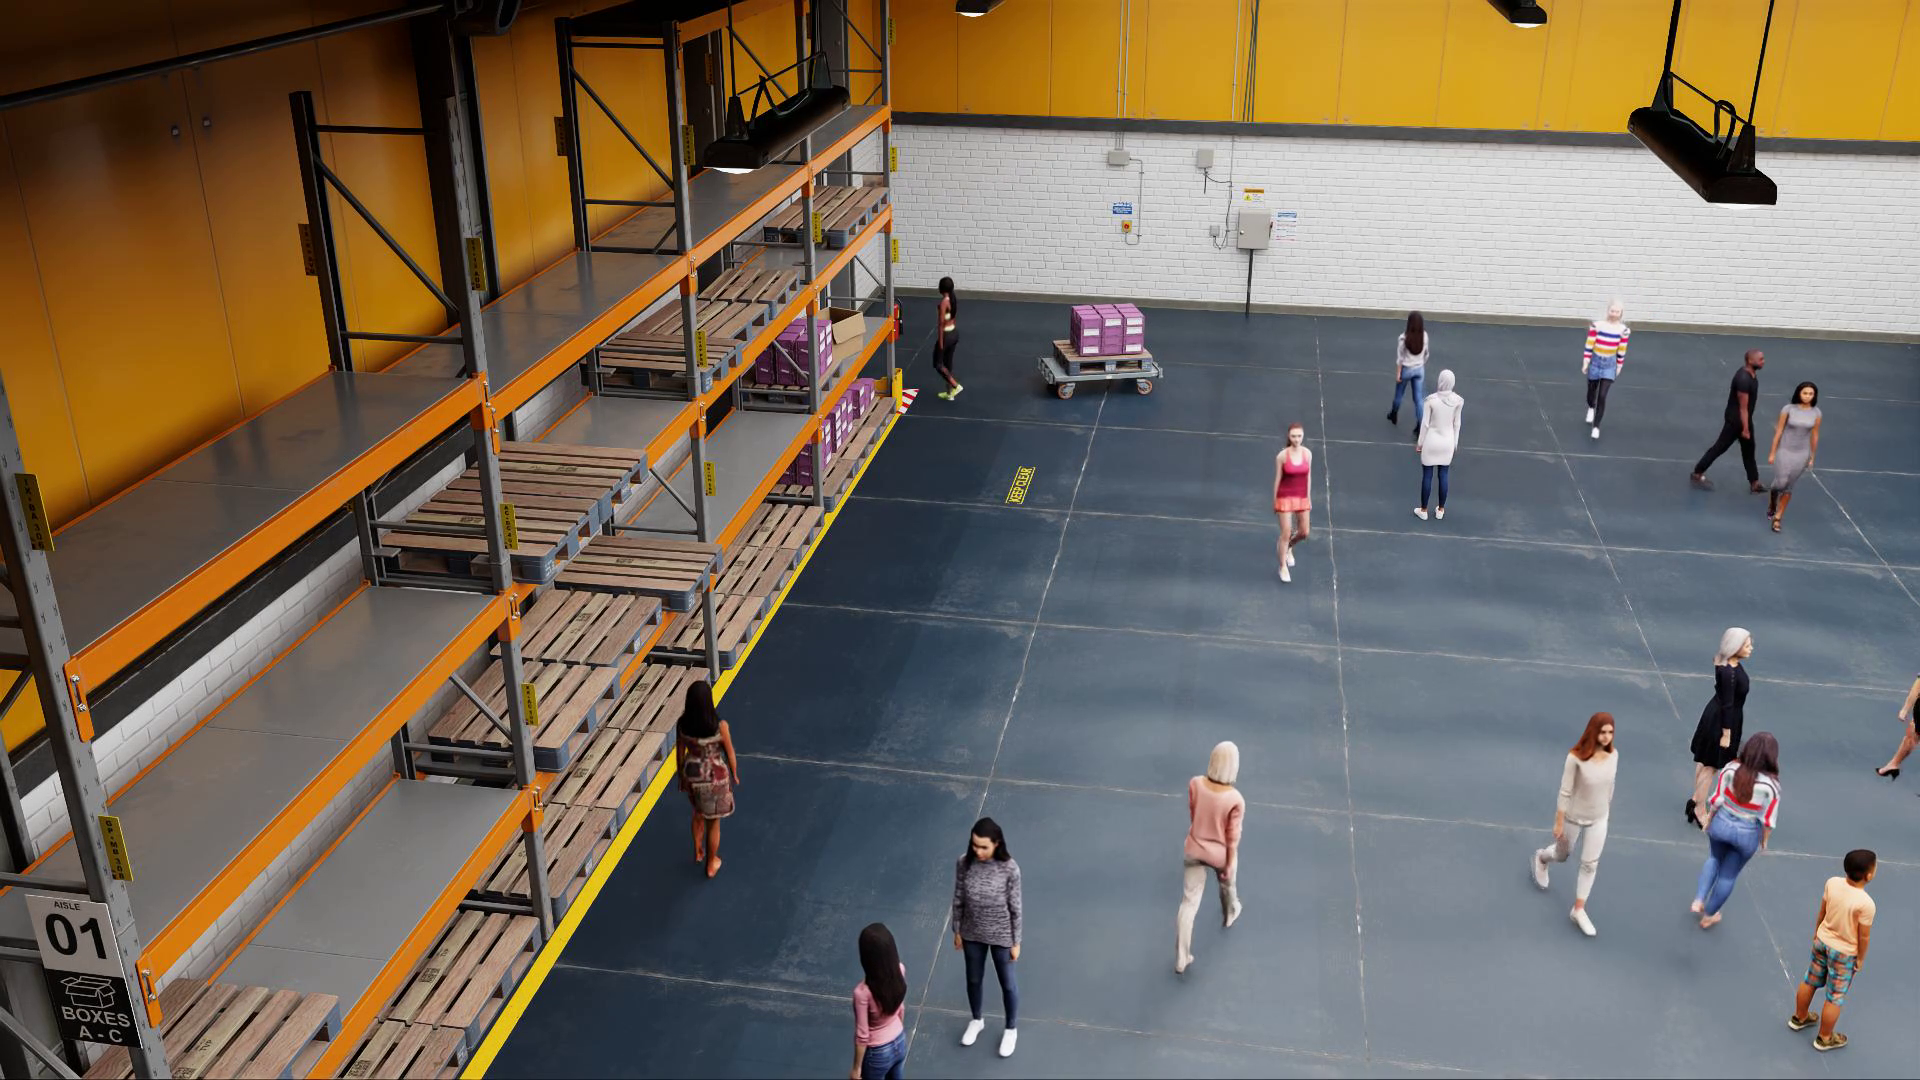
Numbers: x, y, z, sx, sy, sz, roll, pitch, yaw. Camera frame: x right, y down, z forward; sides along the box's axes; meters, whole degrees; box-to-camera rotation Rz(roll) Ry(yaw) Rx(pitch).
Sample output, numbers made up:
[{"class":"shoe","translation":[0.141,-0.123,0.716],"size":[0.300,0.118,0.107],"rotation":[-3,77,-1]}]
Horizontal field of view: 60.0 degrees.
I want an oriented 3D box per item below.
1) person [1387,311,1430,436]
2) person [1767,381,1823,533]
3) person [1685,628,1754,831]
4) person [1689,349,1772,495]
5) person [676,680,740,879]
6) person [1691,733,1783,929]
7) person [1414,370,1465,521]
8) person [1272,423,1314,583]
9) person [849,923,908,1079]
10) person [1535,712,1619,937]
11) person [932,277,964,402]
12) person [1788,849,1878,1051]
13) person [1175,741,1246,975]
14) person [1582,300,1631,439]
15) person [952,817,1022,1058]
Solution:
[{"class":"person","translation":[5.922,-2.129,21.659],"size":[0.874,1.587,1.146],"rotation":[-4,24,-9]},{"class":"person","translation":[9.357,-0.958,18.750],"size":[0.616,1.772,0.664],"rotation":[6,24,13]},{"class":"person","translation":[6.038,1.483,13.198],"size":[0.704,1.746,0.556],"rotation":[8,25,19]},{"class":"person","translation":[9.140,-1.394,19.757],"size":[1.095,1.765,1.253],"rotation":[16,28,32]},{"class":"person","translation":[-1.934,1.842,12.517],"size":[0.649,1.634,0.623],"rotation":[5,24,12]},{"class":"person","translation":[5.523,2.128,11.913],"size":[0.742,1.594,0.789],"rotation":[21,31,40]},{"class":"person","translation":[5.476,-1.093,19.055],"size":[0.656,1.775,0.587],"rotation":[0,24,-1]},{"class":"person","translation":[3.491,-0.433,17.596],"size":[0.685,1.734,0.791],"rotation":[-3,24,-8]},{"class":"person","translation":[-0.464,2.993,9.748],"size":[0.708,1.742,0.587],"rotation":[19,30,36]},{"class":"person","translation":[4.502,1.981,12.142],"size":[0.816,1.680,1.101],"rotation":[-4,24,-8]},{"class":"person","translation":[-0.107,-2.730,22.843],"size":[0.763,1.741,0.714],"rotation":[14,27,30]},{"class":"person","translation":[5.734,2.654,10.878],"size":[0.653,1.459,0.574],"rotation":[-11,26,-25]},{"class":"person","translation":[1.698,2.230,11.585],"size":[0.865,1.668,1.246],"rotation":[13,27,27]},{"class":"person","translation":[8.396,-2.271,21.743],"size":[0.862,1.781,1.166],"rotation":[11,26,24]},{"class":"person","translation":[0.195,2.539,10.803],"size":[0.644,1.730,0.574],"rotation":[7,25,16]}]
